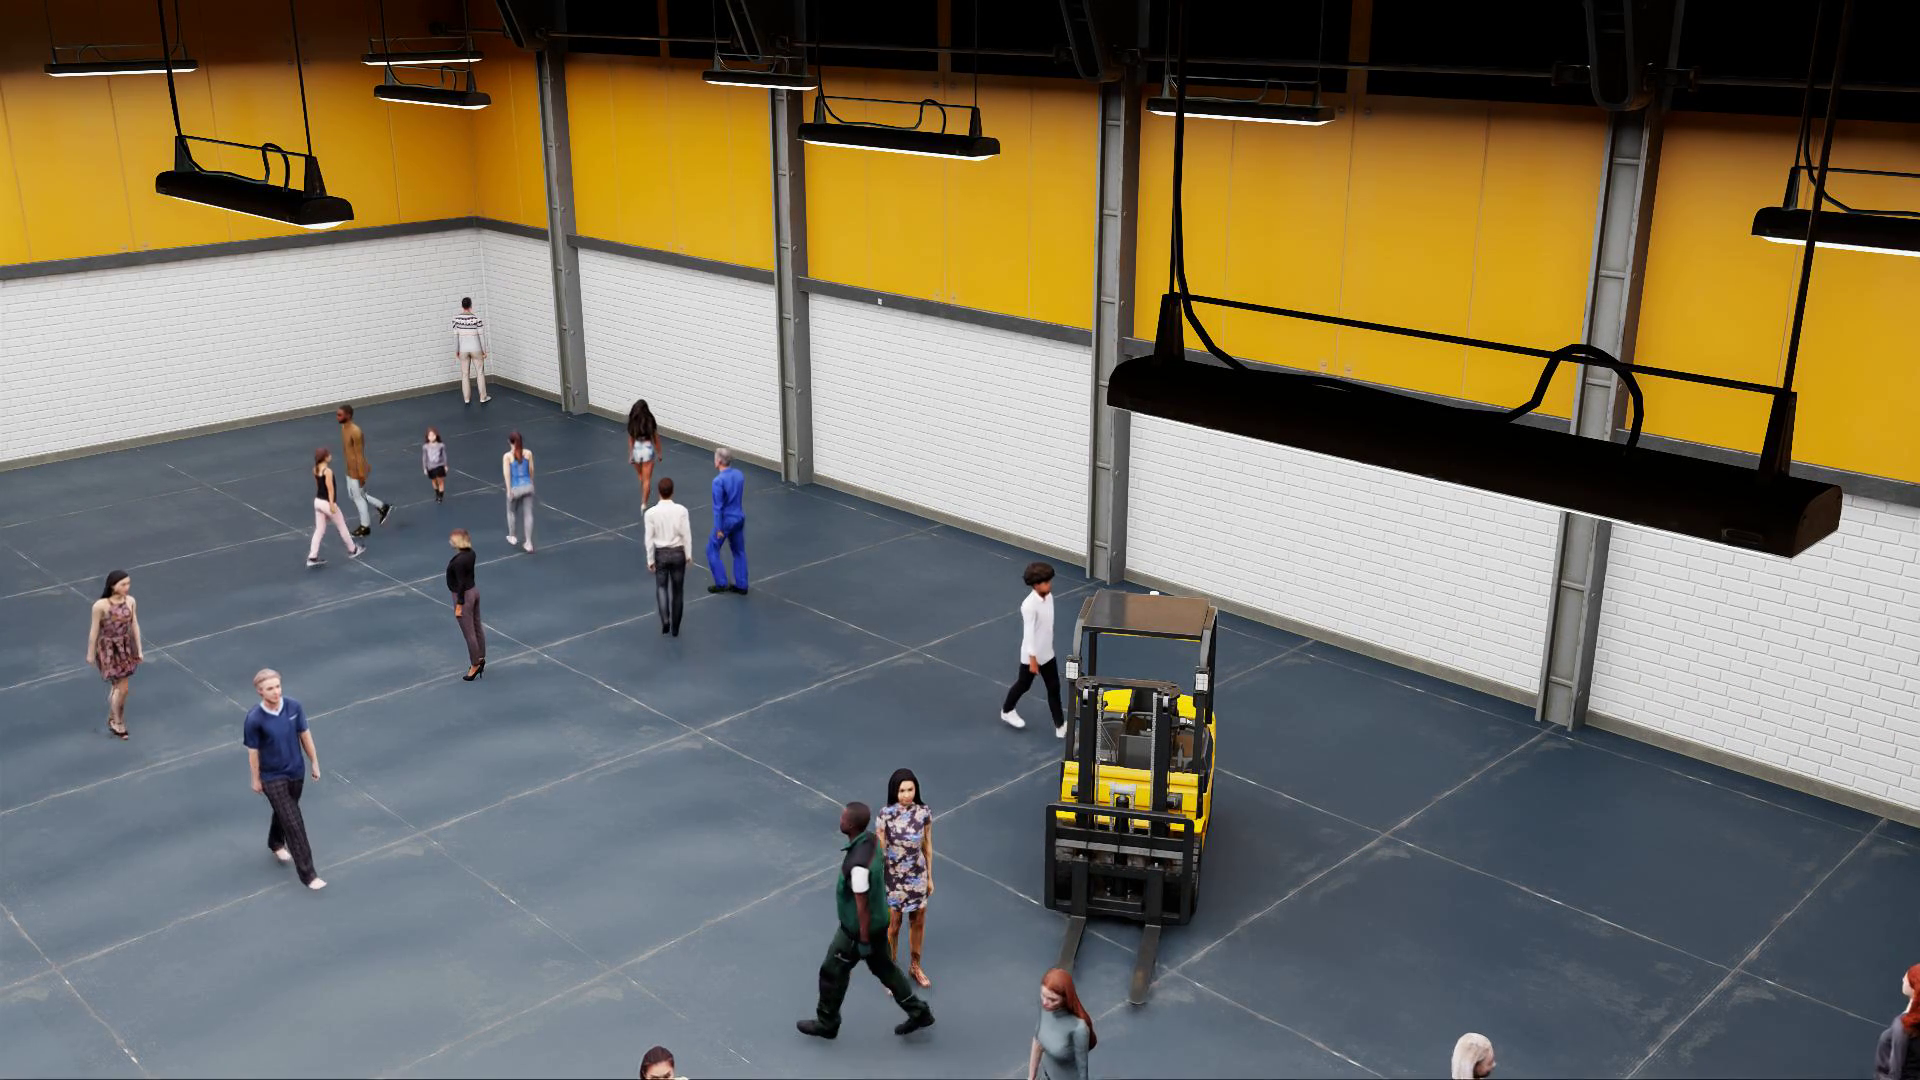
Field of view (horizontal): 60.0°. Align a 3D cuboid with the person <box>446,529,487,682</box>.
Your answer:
[{"bbox_3d":[-5.213,0.668,17.630,0.726,1.666,0.677,1,19,3],"label":"person"}]

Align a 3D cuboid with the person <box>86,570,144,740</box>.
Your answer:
[{"bbox_3d":[-8.250,1.126,16.175,0.826,1.727,0.745,12,22,31],"label":"person"}]

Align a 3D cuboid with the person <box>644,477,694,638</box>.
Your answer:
[{"bbox_3d":[-3.245,0.231,18.628,0.846,1.858,0.904,-3,19,-10],"label":"person"}]

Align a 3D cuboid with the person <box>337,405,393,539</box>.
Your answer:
[{"bbox_3d":[-7.950,-0.938,22.191,0.731,1.799,0.837,-16,24,-39],"label":"person"}]

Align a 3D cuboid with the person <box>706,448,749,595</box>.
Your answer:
[{"bbox_3d":[-2.700,-0.198,19.972,0.738,1.813,0.785,13,23,34],"label":"person"}]

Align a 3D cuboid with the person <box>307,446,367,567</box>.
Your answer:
[{"bbox_3d":[-8.067,-0.403,21.027,1.014,1.527,0.750,11,22,30],"label":"person"}]

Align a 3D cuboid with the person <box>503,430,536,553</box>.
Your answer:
[{"bbox_3d":[-5.676,-0.619,21.575,0.701,1.588,0.905,-10,21,-27],"label":"person"}]

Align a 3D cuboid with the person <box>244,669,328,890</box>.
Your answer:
[{"bbox_3d":[-5.610,1.922,13.670,1.222,1.817,0.767,15,23,37],"label":"person"}]

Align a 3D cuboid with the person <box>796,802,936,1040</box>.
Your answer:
[{"bbox_3d":[-0.578,2.672,11.482,1.293,1.792,1.153,2,19,5],"label":"person"}]

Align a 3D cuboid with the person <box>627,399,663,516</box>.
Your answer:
[{"bbox_3d":[-4.403,-1.111,23.029,1.006,1.592,0.984,3,19,8],"label":"person"}]

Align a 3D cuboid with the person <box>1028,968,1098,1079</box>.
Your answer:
[{"bbox_3d":[0.695,3.268,9.880,0.939,1.684,1.134,-9,20,-24],"label":"person"}]

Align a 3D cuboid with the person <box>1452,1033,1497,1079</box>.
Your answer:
[{"bbox_3d":[2.751,3.475,9.071,0.751,1.809,0.719,2,19,5],"label":"person"}]

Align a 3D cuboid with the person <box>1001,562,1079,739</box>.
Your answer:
[{"bbox_3d":[0.684,1.079,16.255,1.184,1.765,0.761,13,22,33],"label":"person"}]

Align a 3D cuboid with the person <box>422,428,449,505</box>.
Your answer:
[{"bbox_3d":[-7.483,-1.076,23.730,0.720,1.079,0.838,-4,19,-12],"label":"person"}]

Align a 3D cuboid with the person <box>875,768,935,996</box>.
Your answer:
[{"bbox_3d":[-0.401,2.476,12.154,0.660,1.734,0.650,-7,20,-20],"label":"person"}]

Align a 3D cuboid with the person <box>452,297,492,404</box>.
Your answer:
[{"bbox_3d":[-8.607,-3.341,29.230,0.754,1.860,0.796,-1,19,-3],"label":"person"}]
